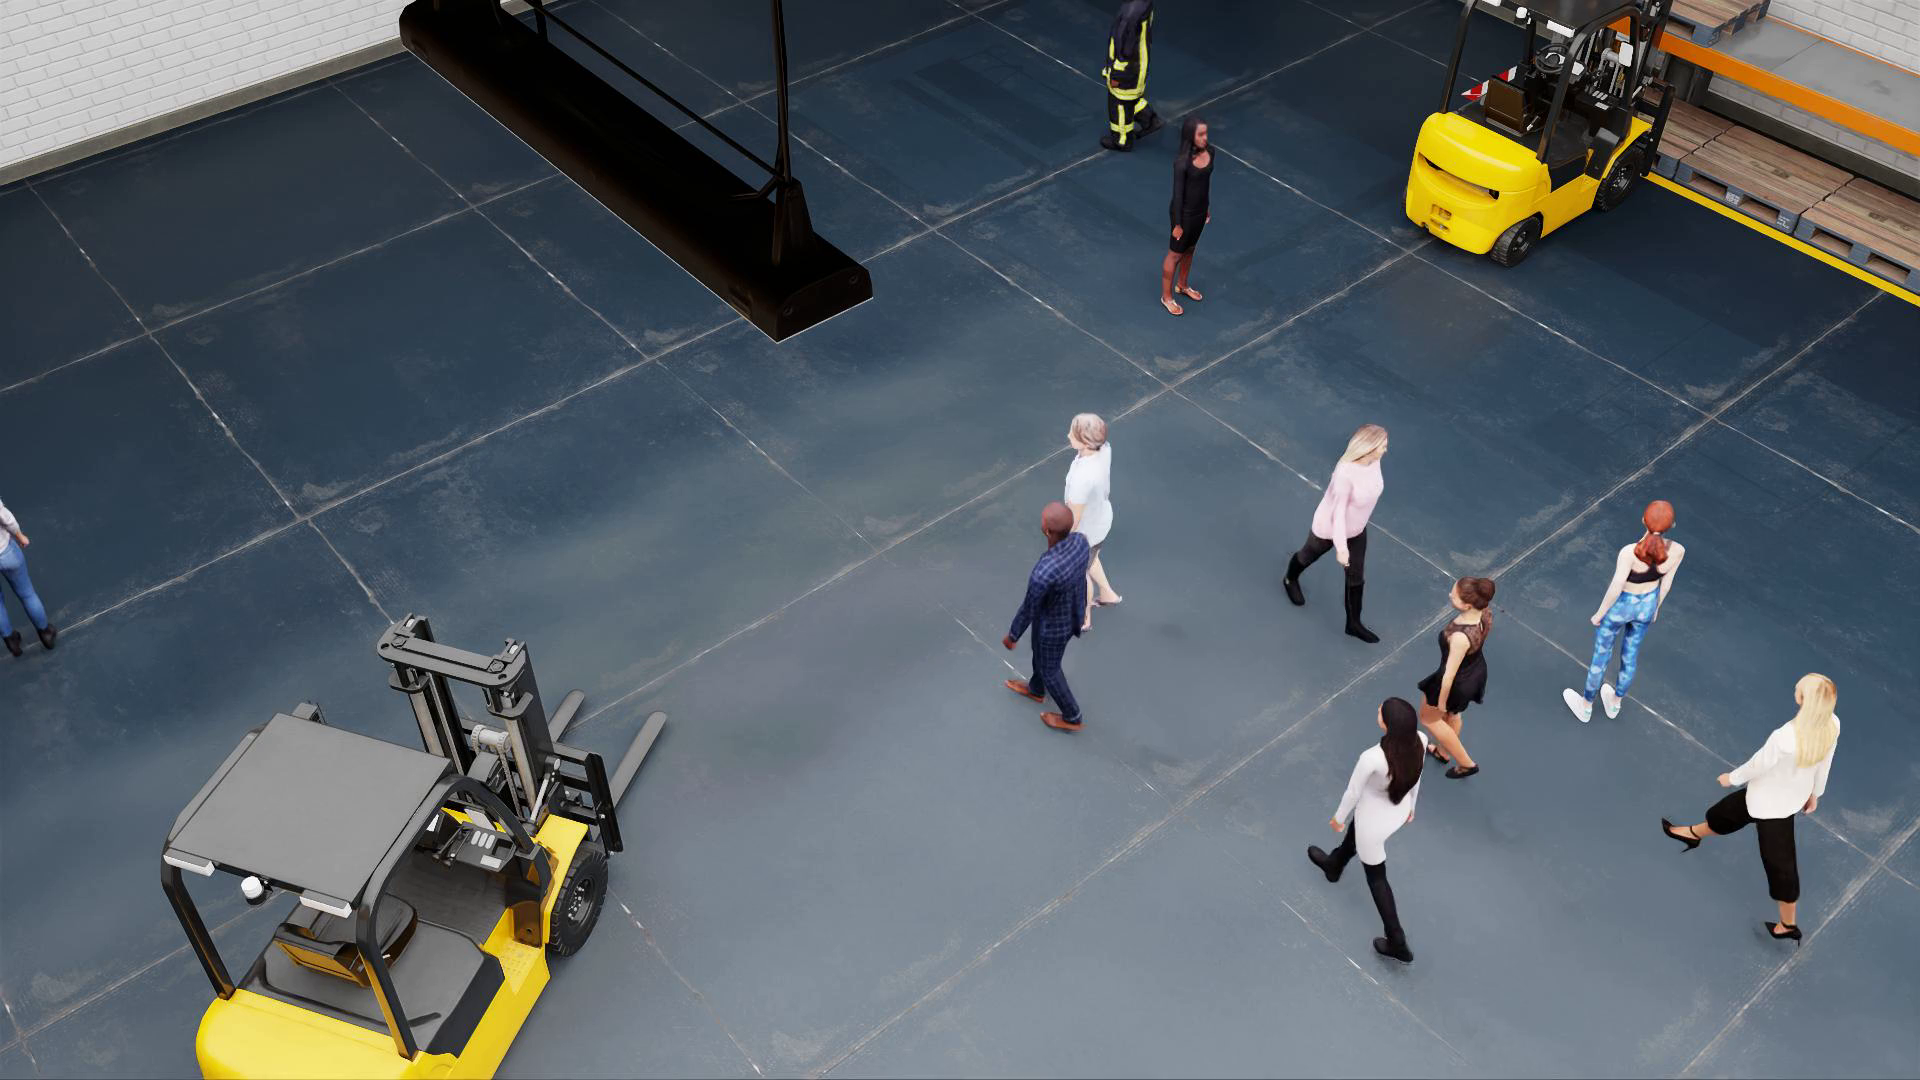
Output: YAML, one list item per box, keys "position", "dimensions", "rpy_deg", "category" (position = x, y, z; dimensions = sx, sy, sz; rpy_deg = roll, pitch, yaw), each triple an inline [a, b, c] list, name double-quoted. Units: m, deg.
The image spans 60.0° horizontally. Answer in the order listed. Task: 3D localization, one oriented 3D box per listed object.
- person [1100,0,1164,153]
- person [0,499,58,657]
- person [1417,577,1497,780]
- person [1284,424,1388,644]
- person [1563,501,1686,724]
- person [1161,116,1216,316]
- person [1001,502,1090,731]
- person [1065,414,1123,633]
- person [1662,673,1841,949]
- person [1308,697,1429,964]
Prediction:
- position: [1.637, -4.420, 15.382]
  dimensions: [1.037, 1.810, 0.958]
  rpy_deg: [14, 45, 14]
  category: "person"
- position: [-6.225, 0.140, 10.731]
  dimensions: [0.671, 1.624, 0.643]
  rpy_deg: [-19, 47, -19]
  category: "person"
- position: [3.028, 0.870, 9.931]
  dimensions: [0.643, 1.670, 0.739]
  rpy_deg: [-32, 52, -29]
  category: "person"
- position: [2.442, -0.126, 11.002]
  dimensions: [0.716, 1.634, 1.102]
  rpy_deg: [-23, 48, -22]
  category: "person"
- position: [4.128, 0.450, 10.288]
  dimensions: [0.669, 1.786, 0.714]
  rpy_deg: [-4, 44, -4]
  category: "person"
- position: [1.871, -2.673, 13.612]
  dimensions: [0.543, 1.721, 0.635]
  rpy_deg: [33, 53, 30]
  category: "person"
- position: [0.657, 0.513, 10.216]
  dimensions: [0.955, 1.793, 0.815]
  rpy_deg: [24, 49, 23]
  category: "person"
- position: [0.903, -0.082, 10.819]
  dimensions: [0.873, 1.822, 0.825]
  rpy_deg: [13, 45, 13]
  category: "person"
- position: [4.554, 1.533, 9.147]
  dimensions: [0.716, 1.792, 1.271]
  rpy_deg: [-22, 48, -22]
  category: "person"
- position: [2.344, 1.599, 9.096]
  dimensions: [0.745, 1.765, 1.207]
  rpy_deg: [-24, 49, -23]
  category: "person"
